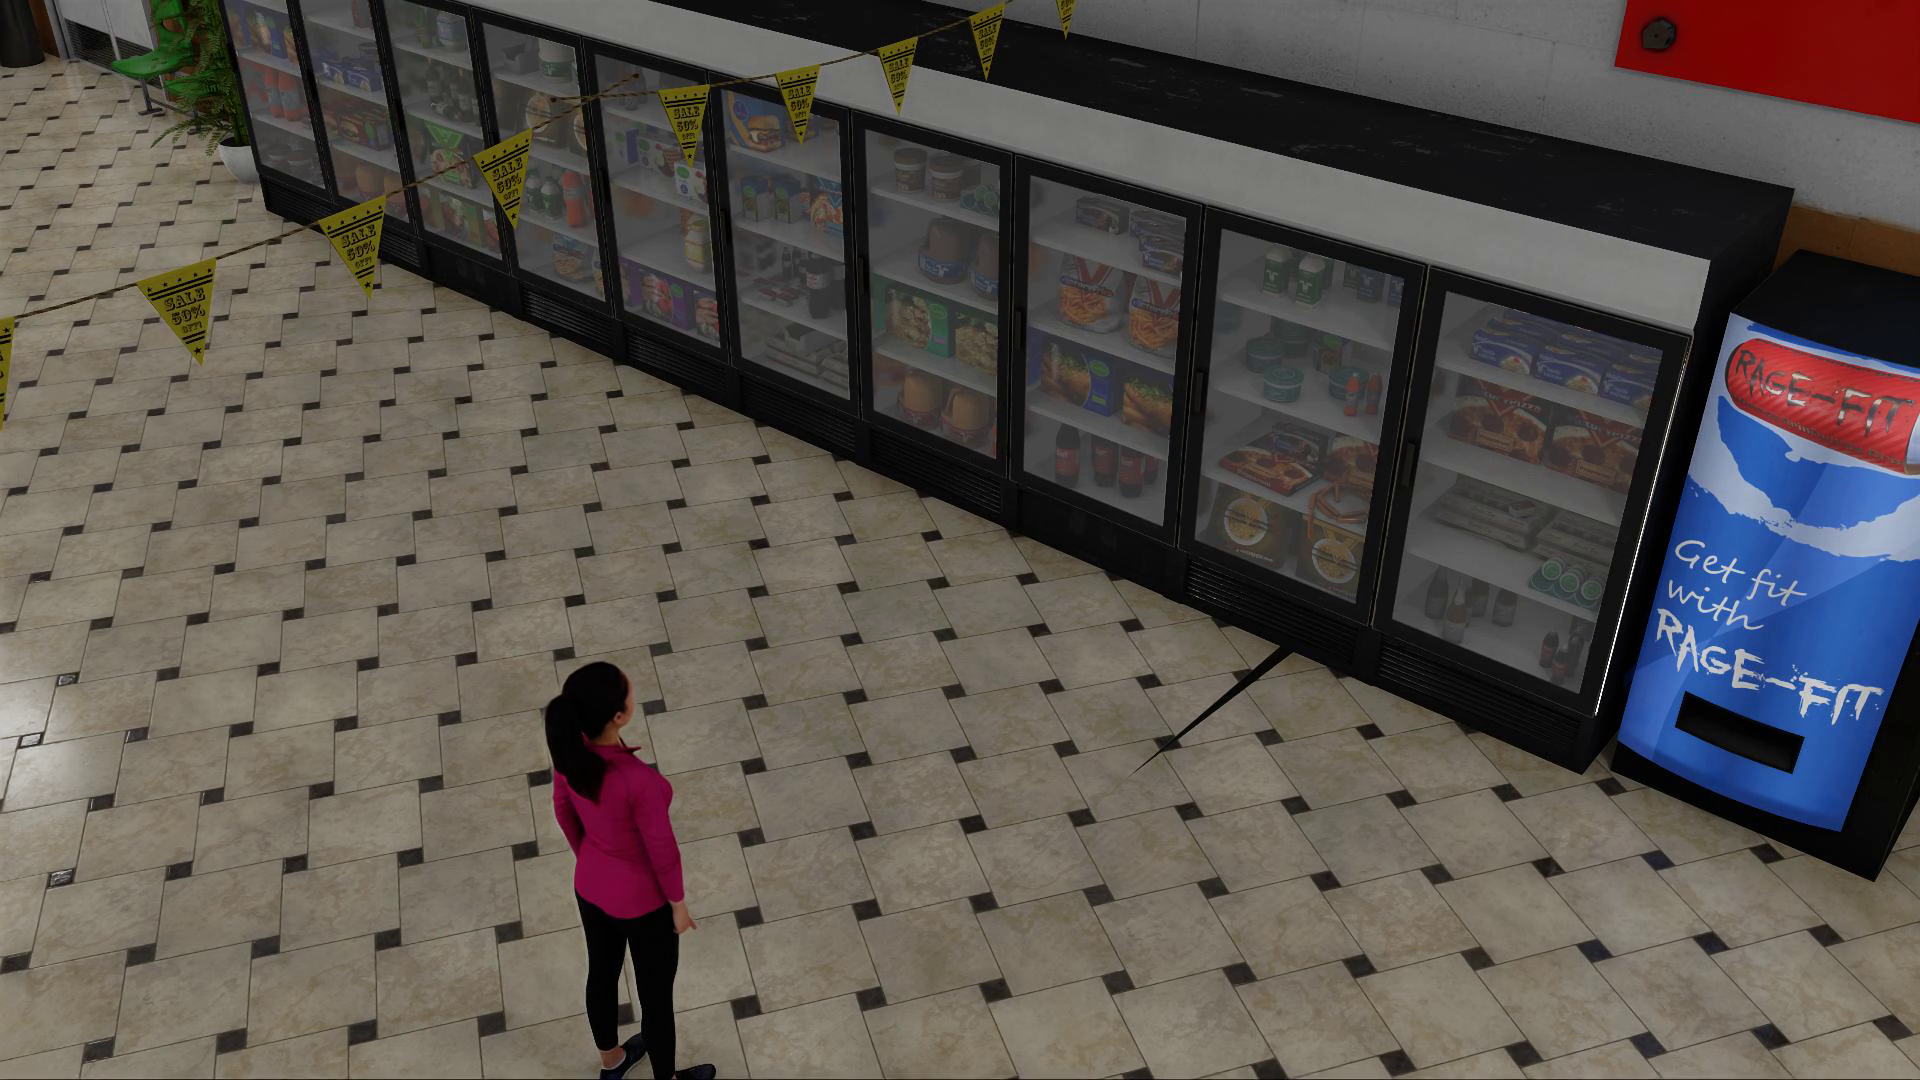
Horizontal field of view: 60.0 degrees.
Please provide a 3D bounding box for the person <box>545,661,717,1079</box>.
[{"bbox_3d":[-1.049,1.089,5.159,0.614,1.698,0.594,18,36,27],"label":"person"}]
